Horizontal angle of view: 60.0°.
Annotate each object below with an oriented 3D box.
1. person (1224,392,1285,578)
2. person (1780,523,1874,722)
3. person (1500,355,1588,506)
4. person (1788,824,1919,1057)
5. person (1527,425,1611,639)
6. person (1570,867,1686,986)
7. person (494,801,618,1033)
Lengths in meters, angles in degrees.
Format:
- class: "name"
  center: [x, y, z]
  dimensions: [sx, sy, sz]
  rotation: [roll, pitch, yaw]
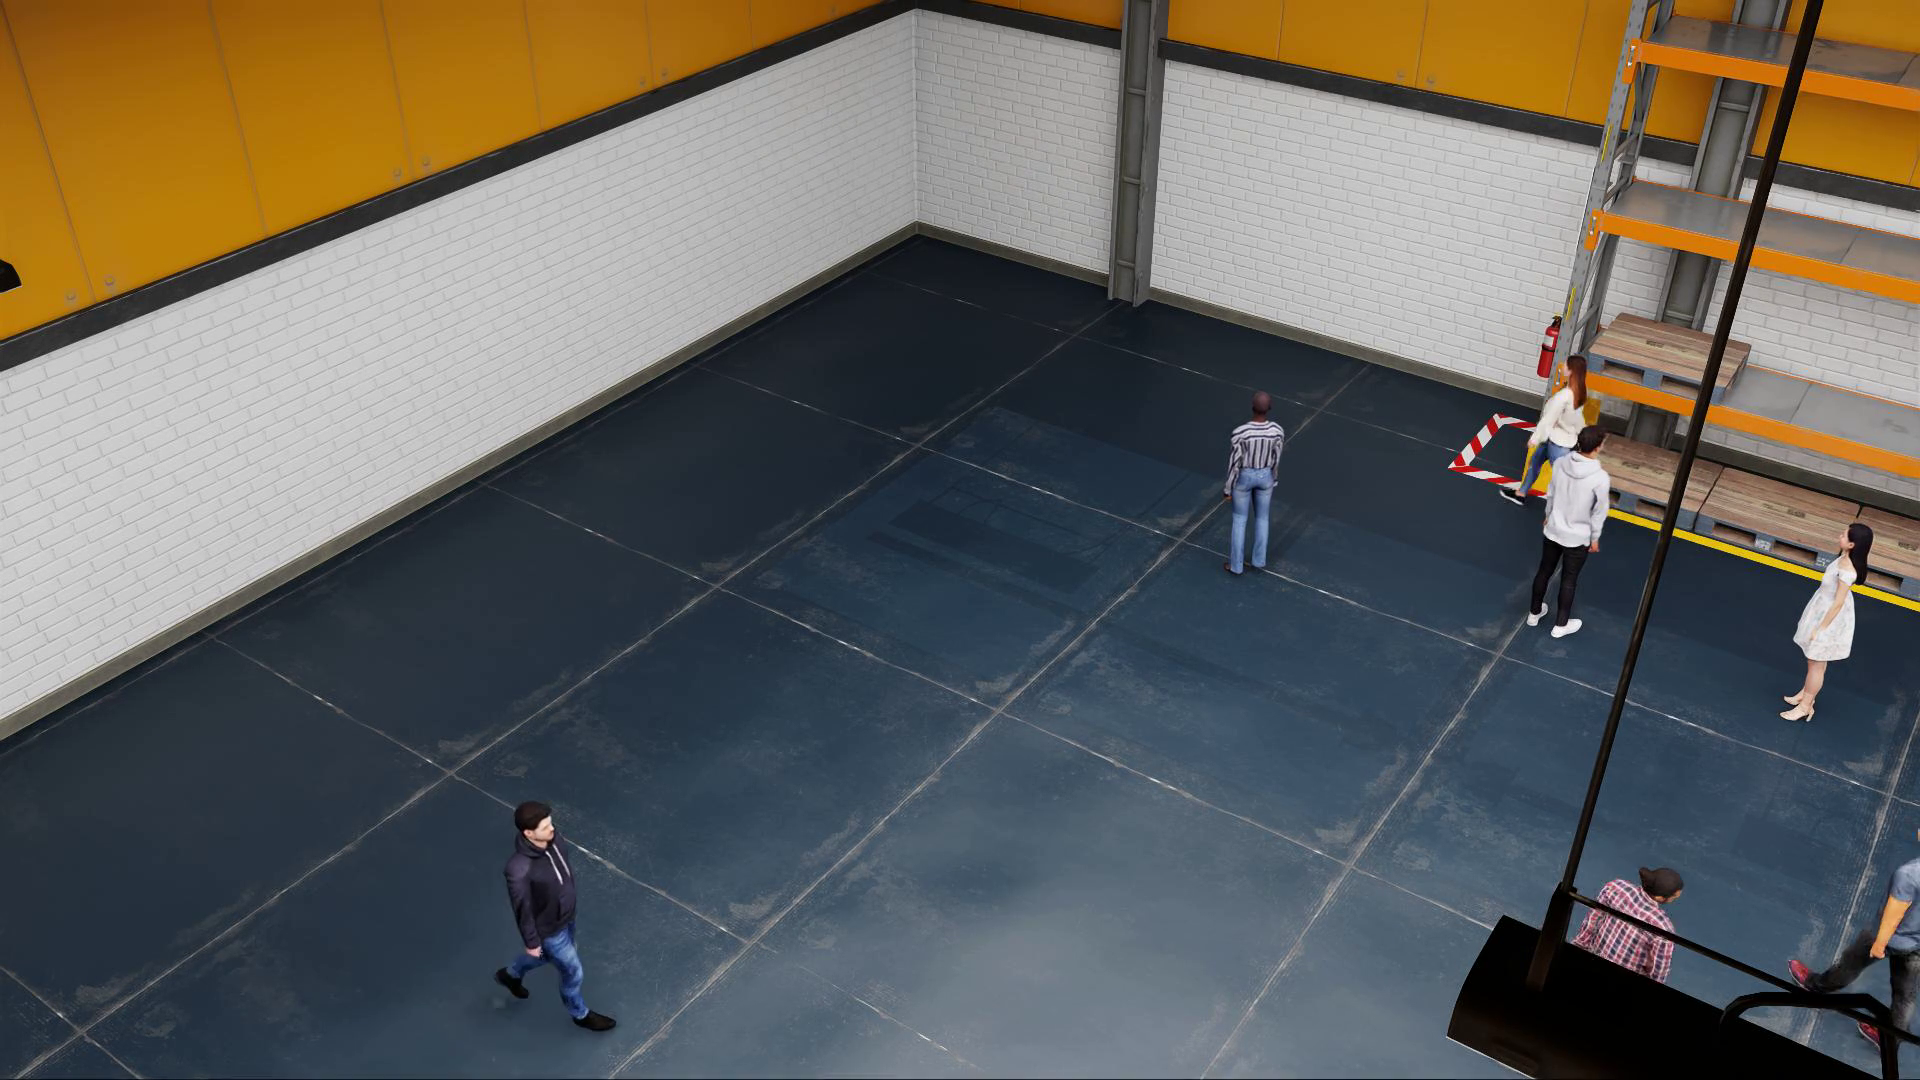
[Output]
- class: "person"
  center: [2.529, -0.476, 14.373]
  dimensions: [0.704, 1.795, 0.755]
  rotation: [-7, 34, -10]
- class: "person"
  center: [6.639, 0.628, 12.729]
  dimensions: [0.628, 1.775, 0.645]
  rotation: [19, 38, 27]
- class: "person"
  center: [5.500, -0.837, 15.052]
  dimensions: [1.160, 1.645, 0.654]
  rotation: [24, 40, 31]
- class: "person"
  center: [5.749, 2.423, 10.021]
  dimensions: [1.011, 1.784, 1.152]
  rotation: [-13, 36, -19]
- class: "person"
  center: [5.001, -0.083, 13.661]
  dimensions: [0.788, 1.929, 0.607]
  rotation: [-26, 41, -33]
- class: "person"
  center: [3.840, 2.555, 9.877]
  dimensions: [0.720, 1.725, 0.984]
  rotation: [28, 43, 35]
- class: "person"
  center: [-2.579, 2.284, 10.154]
  dimensions: [1.160, 1.868, 0.958]
  rotation: [6, 34, 9]
